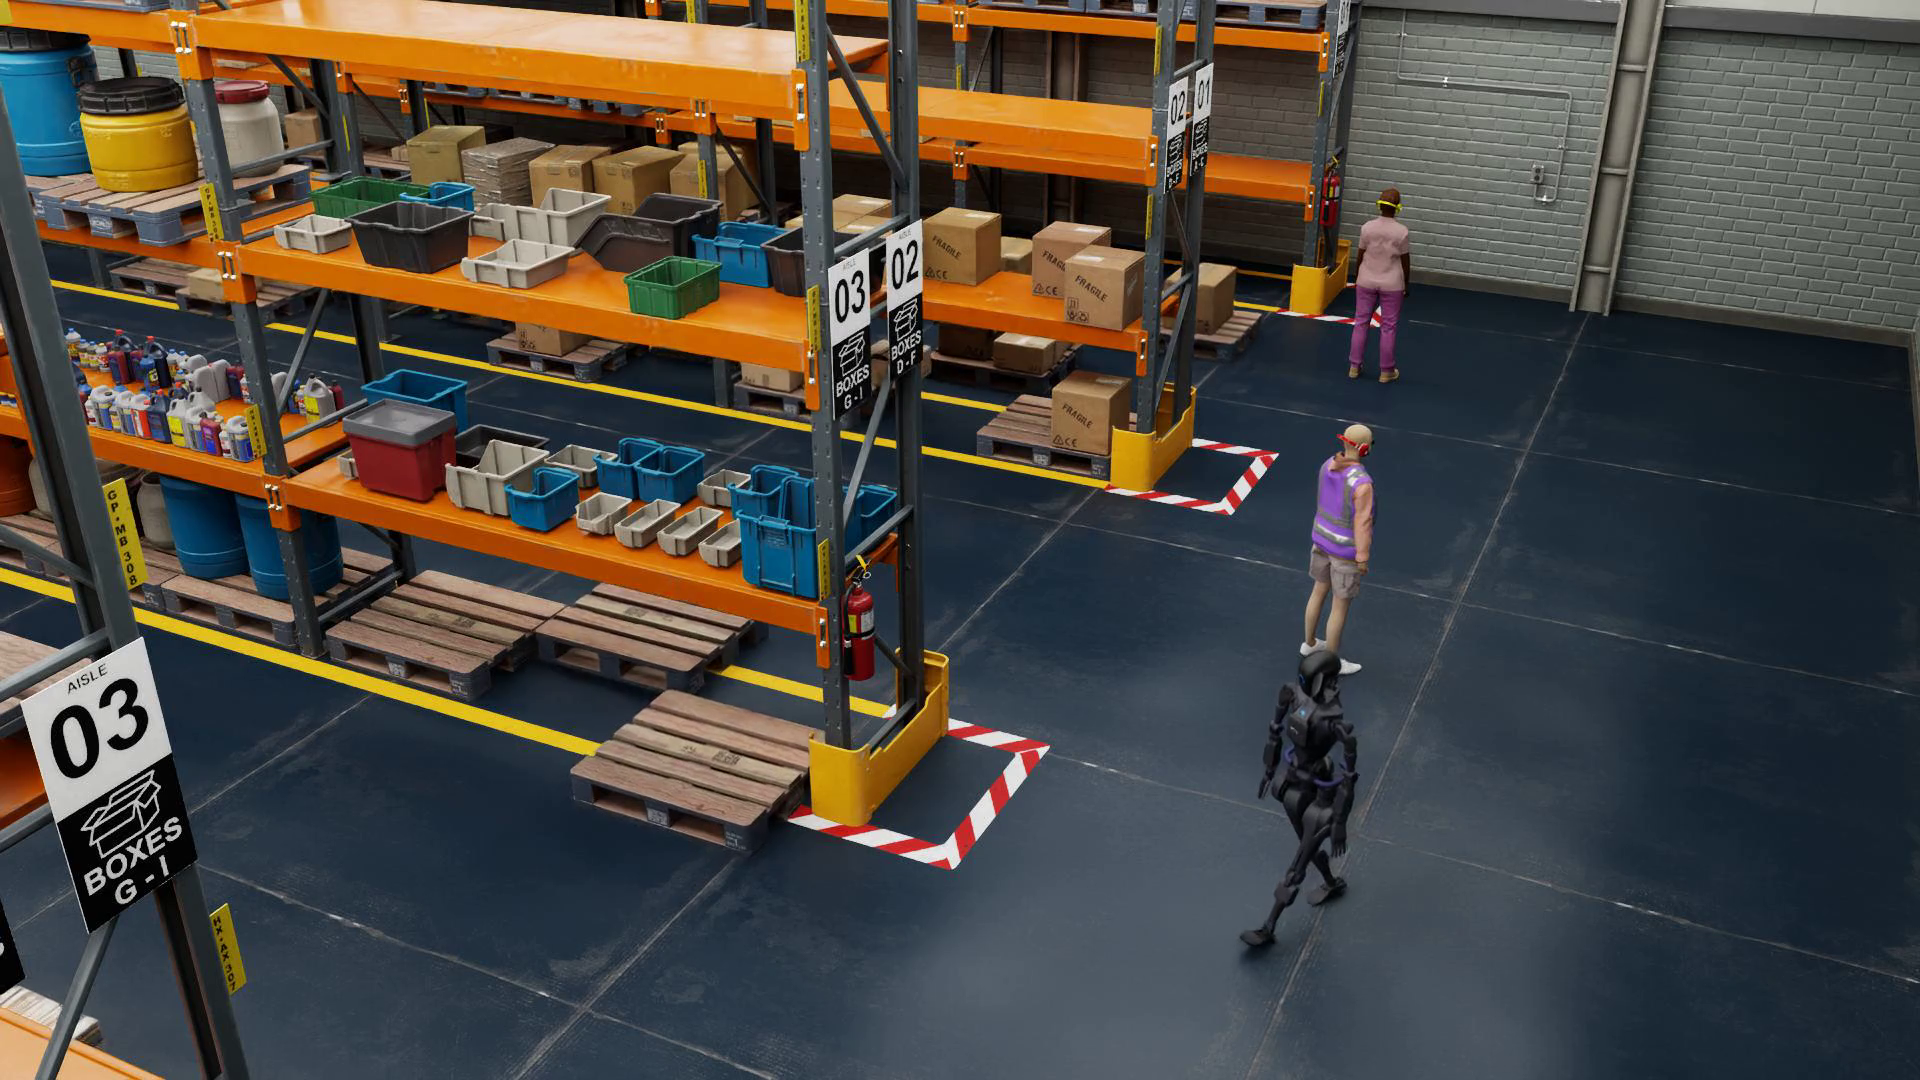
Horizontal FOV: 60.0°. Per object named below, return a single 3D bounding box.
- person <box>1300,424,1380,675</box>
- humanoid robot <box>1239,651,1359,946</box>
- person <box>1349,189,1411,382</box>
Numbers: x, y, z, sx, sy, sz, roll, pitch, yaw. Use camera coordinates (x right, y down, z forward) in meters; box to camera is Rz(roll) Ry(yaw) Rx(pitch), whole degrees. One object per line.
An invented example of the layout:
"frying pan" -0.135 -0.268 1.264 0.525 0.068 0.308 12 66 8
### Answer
"person" 2.421 0.056 10.593 0.351 1.688 0.489 -11 28 -21
"humanoid robot" 1.711 1.244 8.253 0.825 1.617 0.612 -17 31 -30
"person" 3.880 -2.342 15.321 0.519 1.801 0.331 14 30 27
